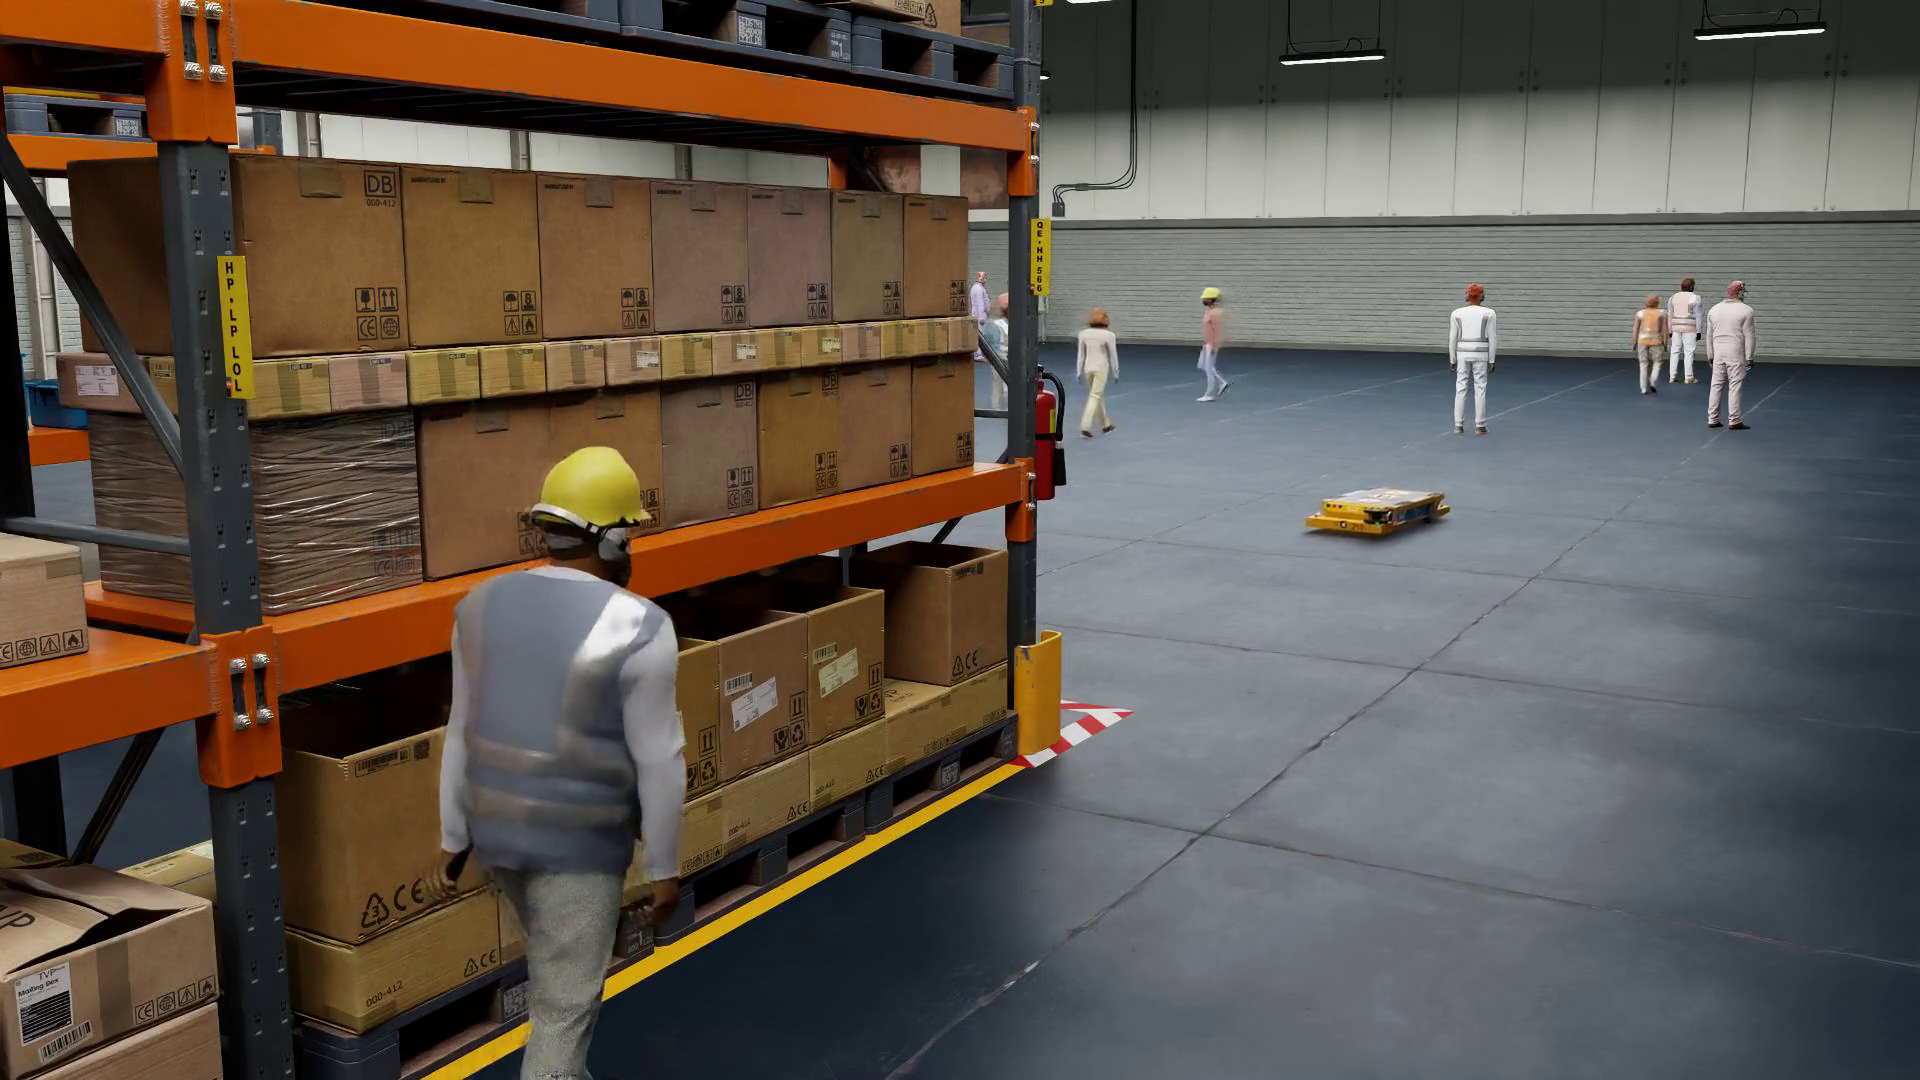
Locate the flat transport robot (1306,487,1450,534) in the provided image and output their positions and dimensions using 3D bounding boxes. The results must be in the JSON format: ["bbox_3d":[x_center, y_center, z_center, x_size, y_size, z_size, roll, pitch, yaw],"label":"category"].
[{"bbox_3d":[3.501,-0.261,13.843,0.652,0.197,1.431,7,12,37],"label":"flat transport robot"}]

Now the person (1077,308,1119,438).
[{"bbox_3d":[1.710,-2.061,20.515,0.517,1.582,0.880,8,12,37],"label":"person"}]

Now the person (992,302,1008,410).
[{"bbox_3d":[0.697,-2.499,23.044,0.539,1.591,0.844,-6,11,-31],"label":"person"}]

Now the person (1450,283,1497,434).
[{"bbox_3d":[6.426,-2.264,20.846,0.574,1.887,0.356,5,11,27],"label":"person"}]

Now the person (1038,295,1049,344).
[{"bbox_3d":[2.009,-5.799,42.277,0.501,1.636,0.278,-1,10,-5],"label":"person"}]

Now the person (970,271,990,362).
[{"bbox_3d":[0.435,-4.686,34.978,0.410,1.906,0.642,-2,10,-9],"label":"person"}]

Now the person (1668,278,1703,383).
[{"bbox_3d":[12.743,-3.670,29.205,0.429,1.846,0.625,-7,12,-36],"label":"person"}]

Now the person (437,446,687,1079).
[{"bbox_3d":[-0.899,0.682,3.926,0.602,1.786,0.756,5,11,27],"label":"person"}]

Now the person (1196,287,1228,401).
[{"bbox_3d":[3.871,-2.998,25.509,0.436,1.752,0.547,-1,10,-5],"label":"person"}]

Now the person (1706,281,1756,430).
[{"bbox_3d":[9.960,-2.378,21.453,0.409,1.906,0.652,-6,11,-31],"label":"person"}]

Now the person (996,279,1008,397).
[{"bbox_3d":[0.876,-3.252,26.324,0.612,1.991,0.392,4,10,22],"label":"person"}]

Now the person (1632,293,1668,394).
[{"bbox_3d":[11.125,-3.161,26.827,0.543,1.624,0.367,5,11,28],"label":"person"}]
